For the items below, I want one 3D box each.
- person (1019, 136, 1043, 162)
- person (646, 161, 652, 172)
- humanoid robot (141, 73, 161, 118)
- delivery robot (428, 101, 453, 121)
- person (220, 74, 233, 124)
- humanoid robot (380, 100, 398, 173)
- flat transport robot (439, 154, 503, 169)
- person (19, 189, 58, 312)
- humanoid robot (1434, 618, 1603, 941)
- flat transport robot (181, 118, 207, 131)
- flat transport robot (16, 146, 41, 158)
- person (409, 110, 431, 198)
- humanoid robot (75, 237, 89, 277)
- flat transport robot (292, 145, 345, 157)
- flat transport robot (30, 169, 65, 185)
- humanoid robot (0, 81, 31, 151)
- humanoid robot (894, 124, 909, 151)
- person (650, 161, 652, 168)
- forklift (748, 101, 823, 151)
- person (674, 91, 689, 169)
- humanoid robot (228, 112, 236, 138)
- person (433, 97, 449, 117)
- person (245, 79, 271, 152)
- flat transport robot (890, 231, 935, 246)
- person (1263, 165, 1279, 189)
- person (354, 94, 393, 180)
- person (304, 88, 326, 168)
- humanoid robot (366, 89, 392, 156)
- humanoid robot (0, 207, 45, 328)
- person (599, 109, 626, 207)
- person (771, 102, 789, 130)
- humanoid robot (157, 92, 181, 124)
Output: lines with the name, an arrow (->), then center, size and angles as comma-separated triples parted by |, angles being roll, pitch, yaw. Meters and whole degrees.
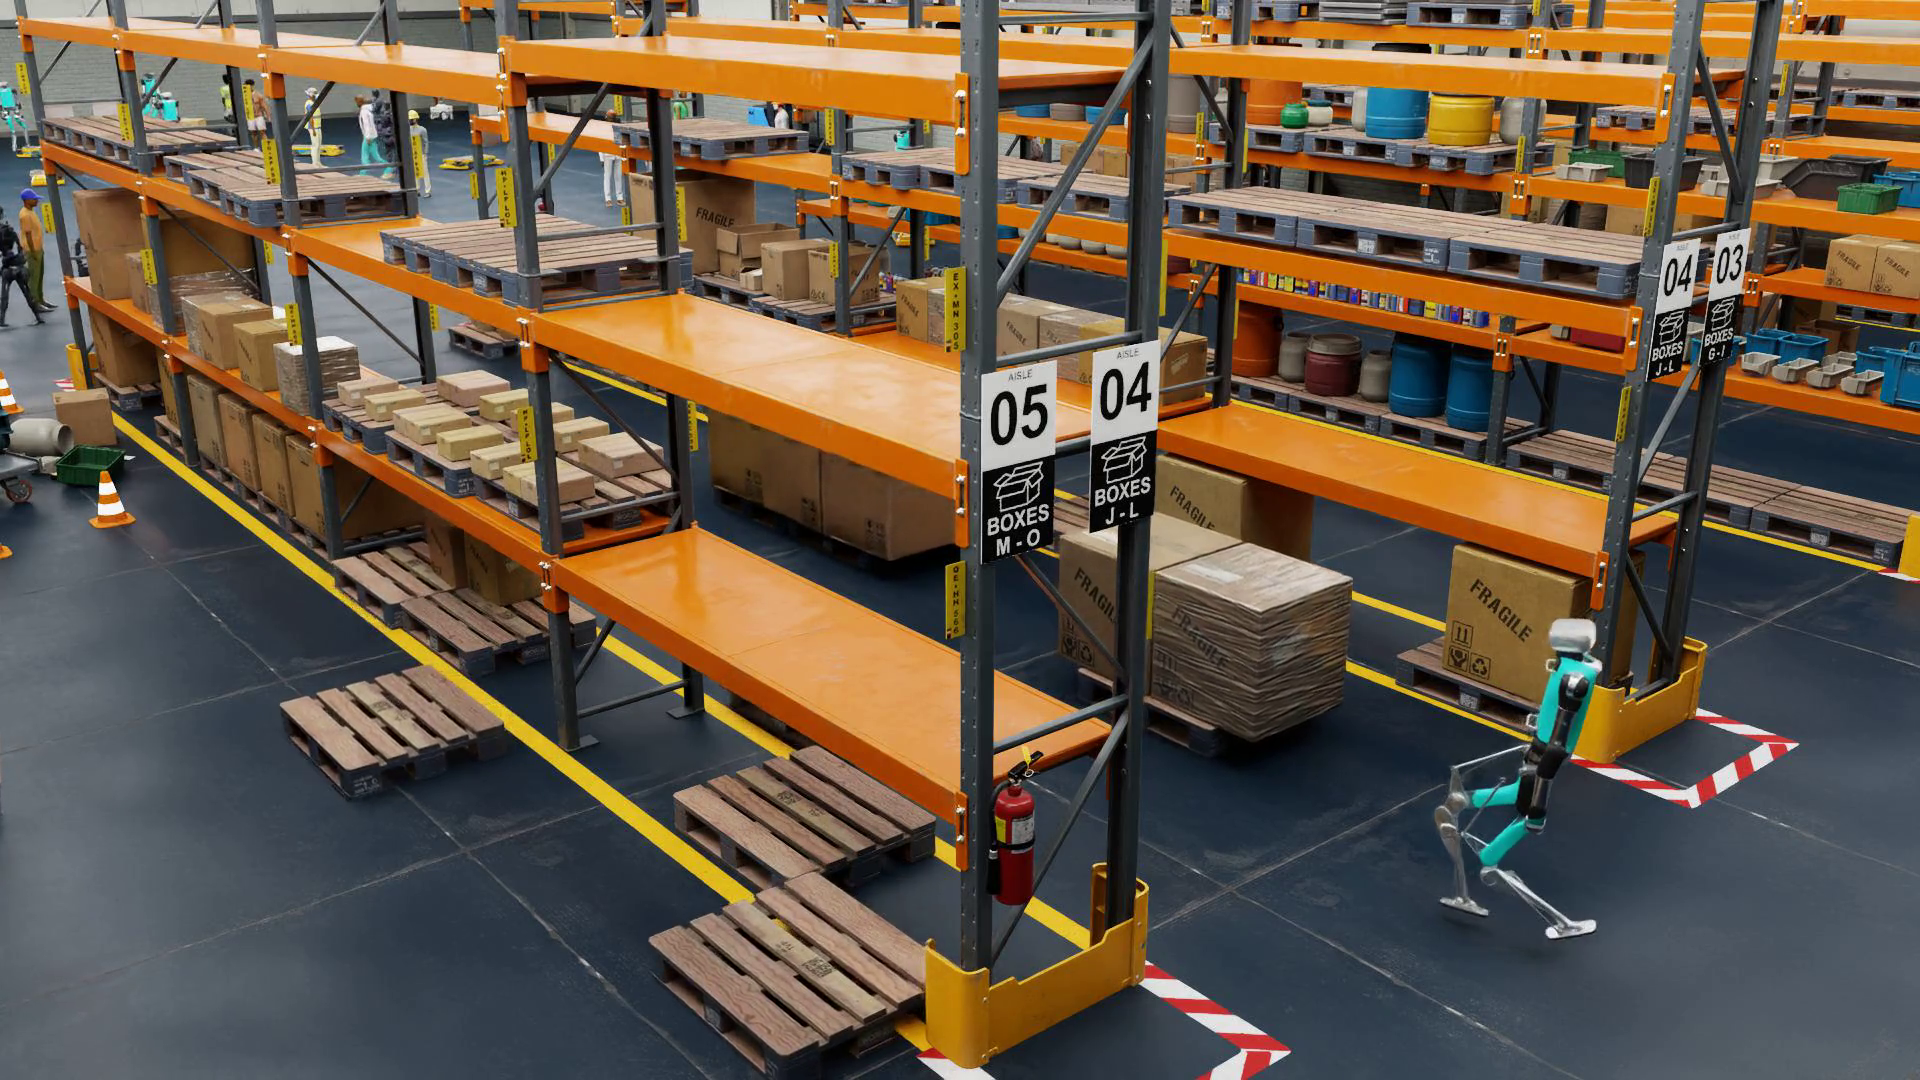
person -> 1.306, -6.619, 30.531 | 0.542, 1.757, 0.414 | -9, 21, -23
person -> -6.078, -7.590, 33.332 | 0.465, 1.732, 0.327 | -4, 20, -12
humanoid robot -> -22.226, -11.899, 45.590 | 0.542, 1.733, 1.004 | 2, 19, 5
delivery robot -> -15.780, -13.016, 50.578 | 0.520, 0.614, 0.785 | 7, 21, 19
person -> -20.141, -12.007, 45.974 | 0.485, 1.682, 0.539 | 11, 22, 29
humanoid robot -> -13.093, -9.246, 38.119 | 0.614, 1.647, 0.305 | 18, 26, 41
flat transport robot -> -11.592, -8.956, 39.425 | 0.659, 0.231, 1.431 | 11, 22, 28
person -> -12.932, -4.061, 23.325 | 0.391, 1.709, 0.438 | -5, 20, -15
humanoid robot -> 2.744, 1.197, 8.302 | 1.018, 1.728, 0.534 | 7, 21, 20
flat transport robot -> -19.259, -9.646, 41.388 | 0.659, 0.231, 1.431 | 2, 19, 5
flat transport robot -> -22.822, -9.736, 41.644 | 1.431, 0.231, 0.659 | -10, 22, -27
person -> -11.209, -7.965, 34.346 | 0.527, 1.768, 0.311 | 6, 20, 17
humanoid robot -> -11.073, -3.392, 21.482 | 0.533, 1.643, 0.590 | 12, 23, 31
flat transport robot -> -16.275, -9.780, 41.770 | 1.431, 0.231, 0.659 | 1, 19, 2
flat transport robot -> -20.192, -8.035, 36.804 | 0.659, 0.231, 1.431 | -10, 22, -26
humanoid robot -> -24.357, -10.913, 42.817 | 0.553, 1.781, 0.914 | -5, 20, -15
humanoid robot -> -1.220, -6.945, 31.405 | 0.704, 1.744, 0.530 | -16, 25, -39
person -> -5.059, -6.004, 28.486 | 0.374, 1.958, 0.599 | 6, 20, 15
forklift -> -4.526, -11.368, 42.374 | 1.129, 2.768, 1.873 | -15, 24, -37
person -> -6.392, -9.424, 38.183 | 0.384, 1.977, 0.487 | 3, 20, 8
humanoid robot -> -15.254, -8.218, 35.206 | 0.553, 1.642, 0.609 | -2, 19, -5
person -> -16.198, -14.055, 51.514 | 0.510, 1.875, 0.391 | 16, 25, 38
person -> -17.781, -10.697, 42.007 | 0.792, 1.860, 0.395 | 1, 19, 2
flat transport robot -> -0.869, -5.378, 29.240 | 0.659, 0.231, 1.431 | -3, 20, -9
person -> 5.168, -5.837, 28.203 | 0.573, 1.815, 0.780 | -9, 21, -24
person -> -13.145, -8.969, 37.062 | 0.837, 1.873, 0.557 | -3, 20, -7
person -> -14.987, -9.524, 38.618 | 0.399, 1.886, 0.513 | -1, 19, -3
humanoid robot -> -14.553, -10.440, 41.579 | 0.597, 1.629, 0.755 | -1, 19, -3
humanoid robot -> -12.715, -3.646, 22.224 | 0.610, 1.635, 0.718 | 8, 21, 21
person -> -6.921, -7.622, 33.188 | 0.573, 1.887, 0.355 | -13, 23, -32
person -> -3.903, -8.748, 36.397 | 0.386, 1.890, 0.560 | -7, 20, -18
humanoid robot -> -18.623, -9.629, 39.084 | 0.974, 1.735, 0.553 | 10, 22, 27
